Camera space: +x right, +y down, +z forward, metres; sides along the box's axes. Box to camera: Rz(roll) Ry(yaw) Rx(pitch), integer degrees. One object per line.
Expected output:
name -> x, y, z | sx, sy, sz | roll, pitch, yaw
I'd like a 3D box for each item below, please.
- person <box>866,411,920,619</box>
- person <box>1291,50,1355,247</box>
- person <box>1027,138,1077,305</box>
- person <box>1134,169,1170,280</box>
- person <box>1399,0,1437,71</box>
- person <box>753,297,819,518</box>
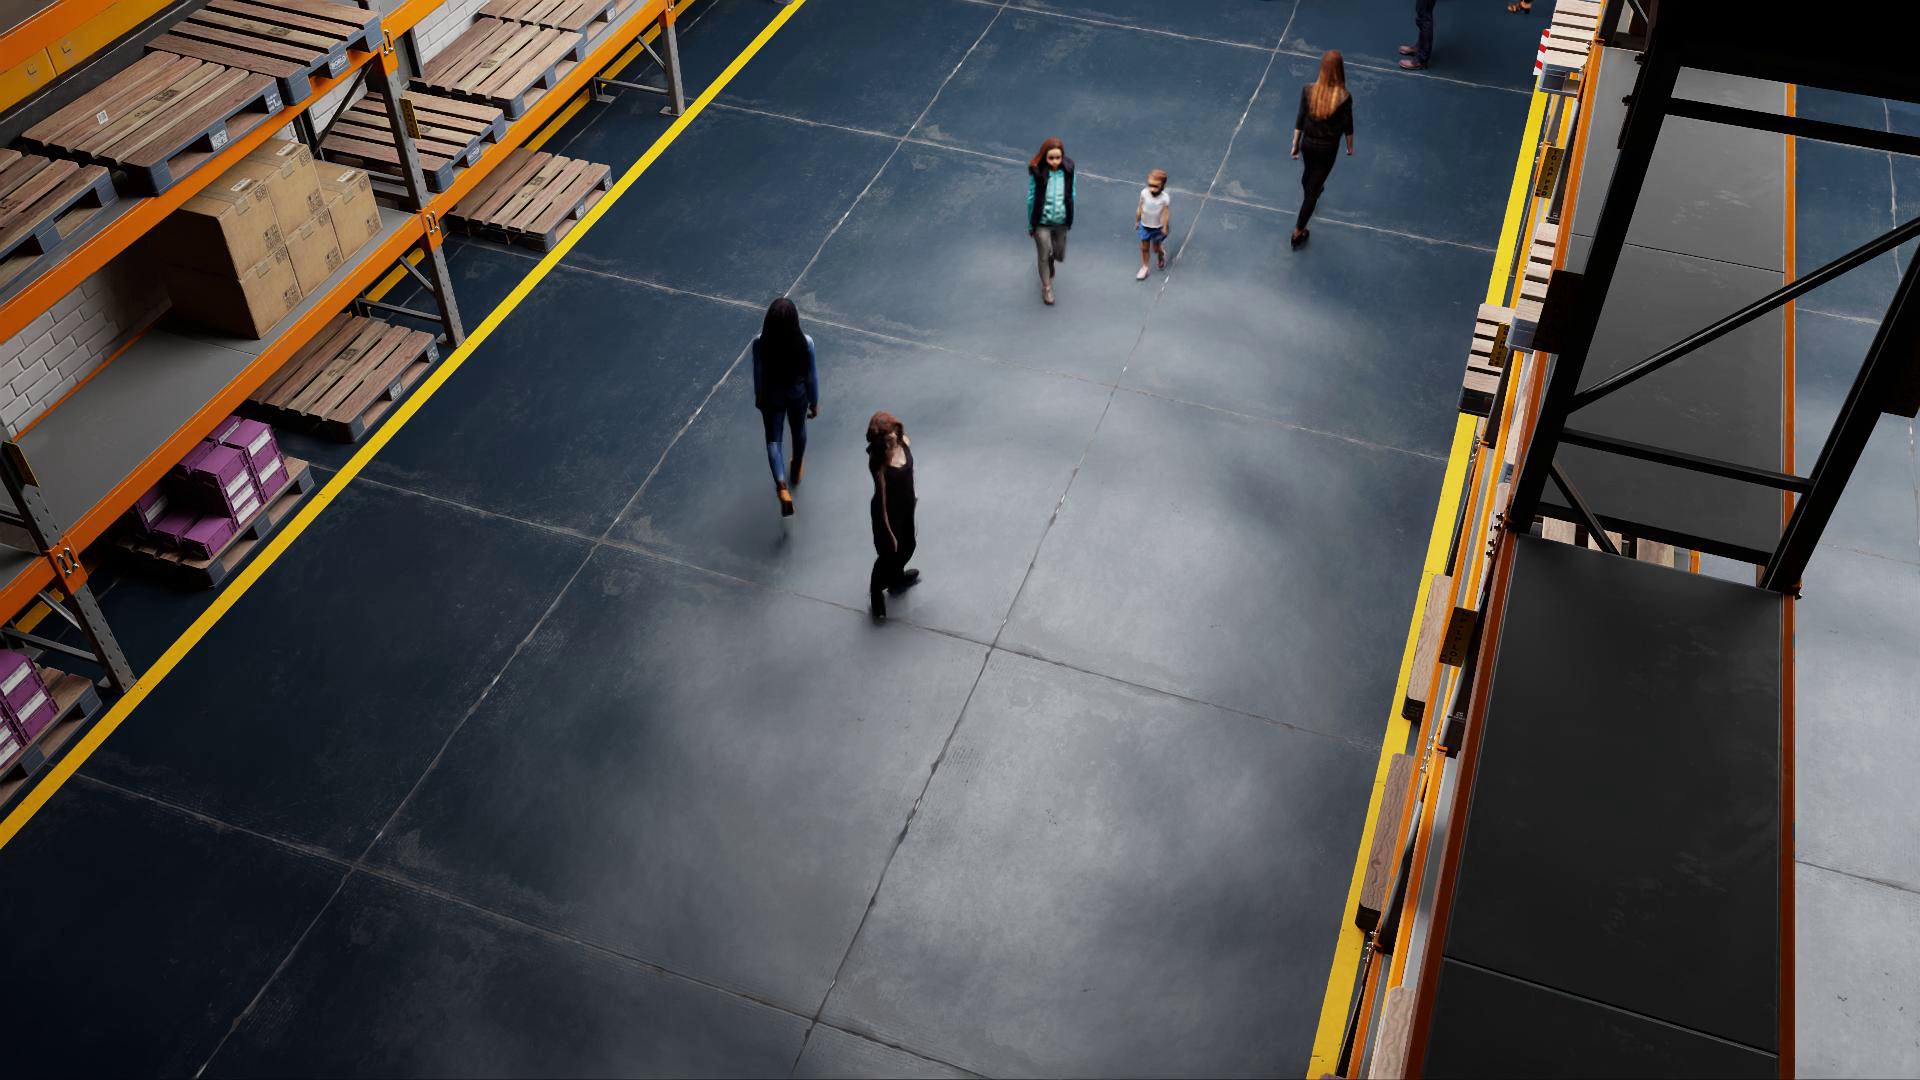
person -> -0.445, -0.253, 11.024 | 0.774, 1.726, 0.488 | 10, 45, 10
person -> 3.047, -3.311, 14.277 | 0.809, 1.667, 1.170 | 25, 49, 24
person -> 0.730, -2.676, 13.740 | 0.741, 1.488, 0.823 | -8, 44, -8
person -> 1.650, -2.708, 14.117 | 0.473, 1.014, 0.577 | 21, 47, 21
person -> 4.691, -5.620, 16.575 | 0.849, 1.839, 0.644 | 7, 44, 7
person -> -1.233, -0.920, 11.752 | 0.911, 1.688, 1.141 | -4, 44, -4
